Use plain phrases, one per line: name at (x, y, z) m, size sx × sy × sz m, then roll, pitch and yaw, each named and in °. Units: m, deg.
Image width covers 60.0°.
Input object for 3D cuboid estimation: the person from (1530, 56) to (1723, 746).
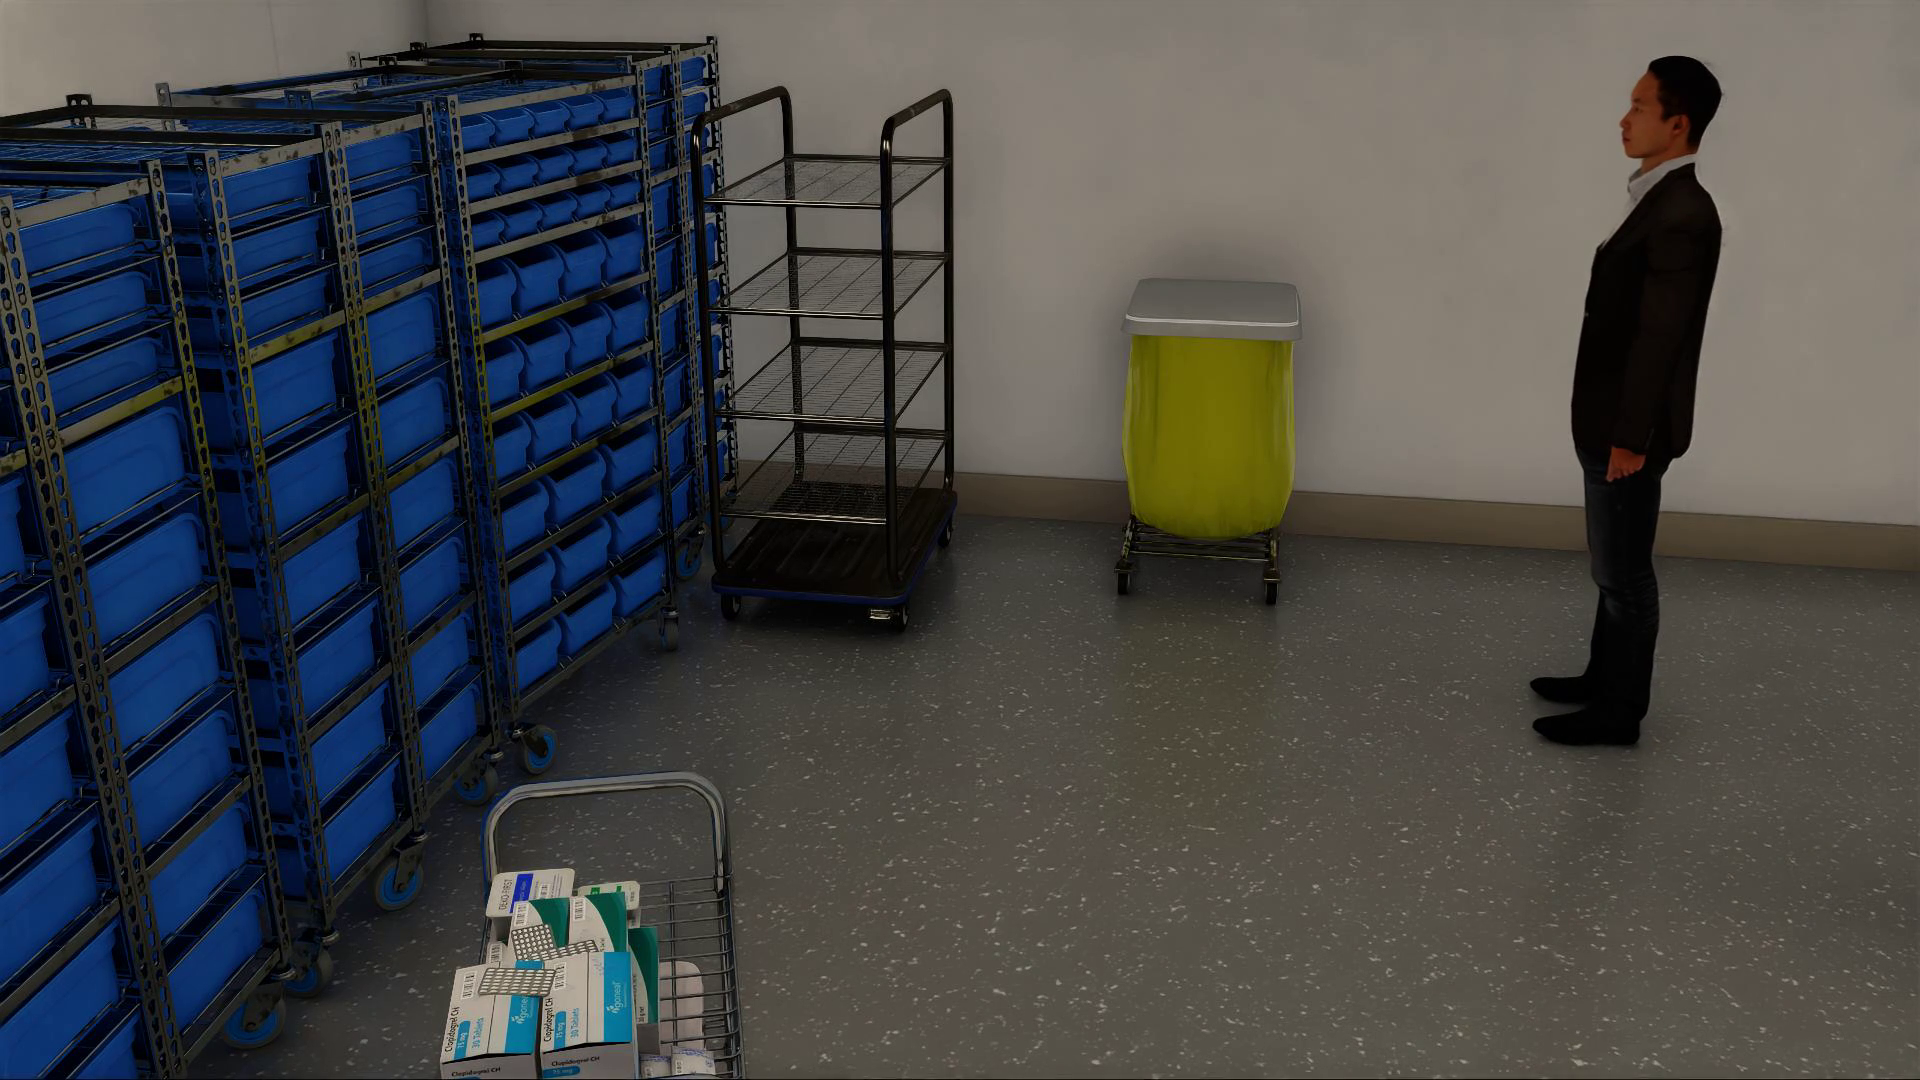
person at (1.783, -0.338, 4.366) m, size 0.566 × 1.802 × 0.698 m, roll 6°, pitch 22°, yaw 16°
